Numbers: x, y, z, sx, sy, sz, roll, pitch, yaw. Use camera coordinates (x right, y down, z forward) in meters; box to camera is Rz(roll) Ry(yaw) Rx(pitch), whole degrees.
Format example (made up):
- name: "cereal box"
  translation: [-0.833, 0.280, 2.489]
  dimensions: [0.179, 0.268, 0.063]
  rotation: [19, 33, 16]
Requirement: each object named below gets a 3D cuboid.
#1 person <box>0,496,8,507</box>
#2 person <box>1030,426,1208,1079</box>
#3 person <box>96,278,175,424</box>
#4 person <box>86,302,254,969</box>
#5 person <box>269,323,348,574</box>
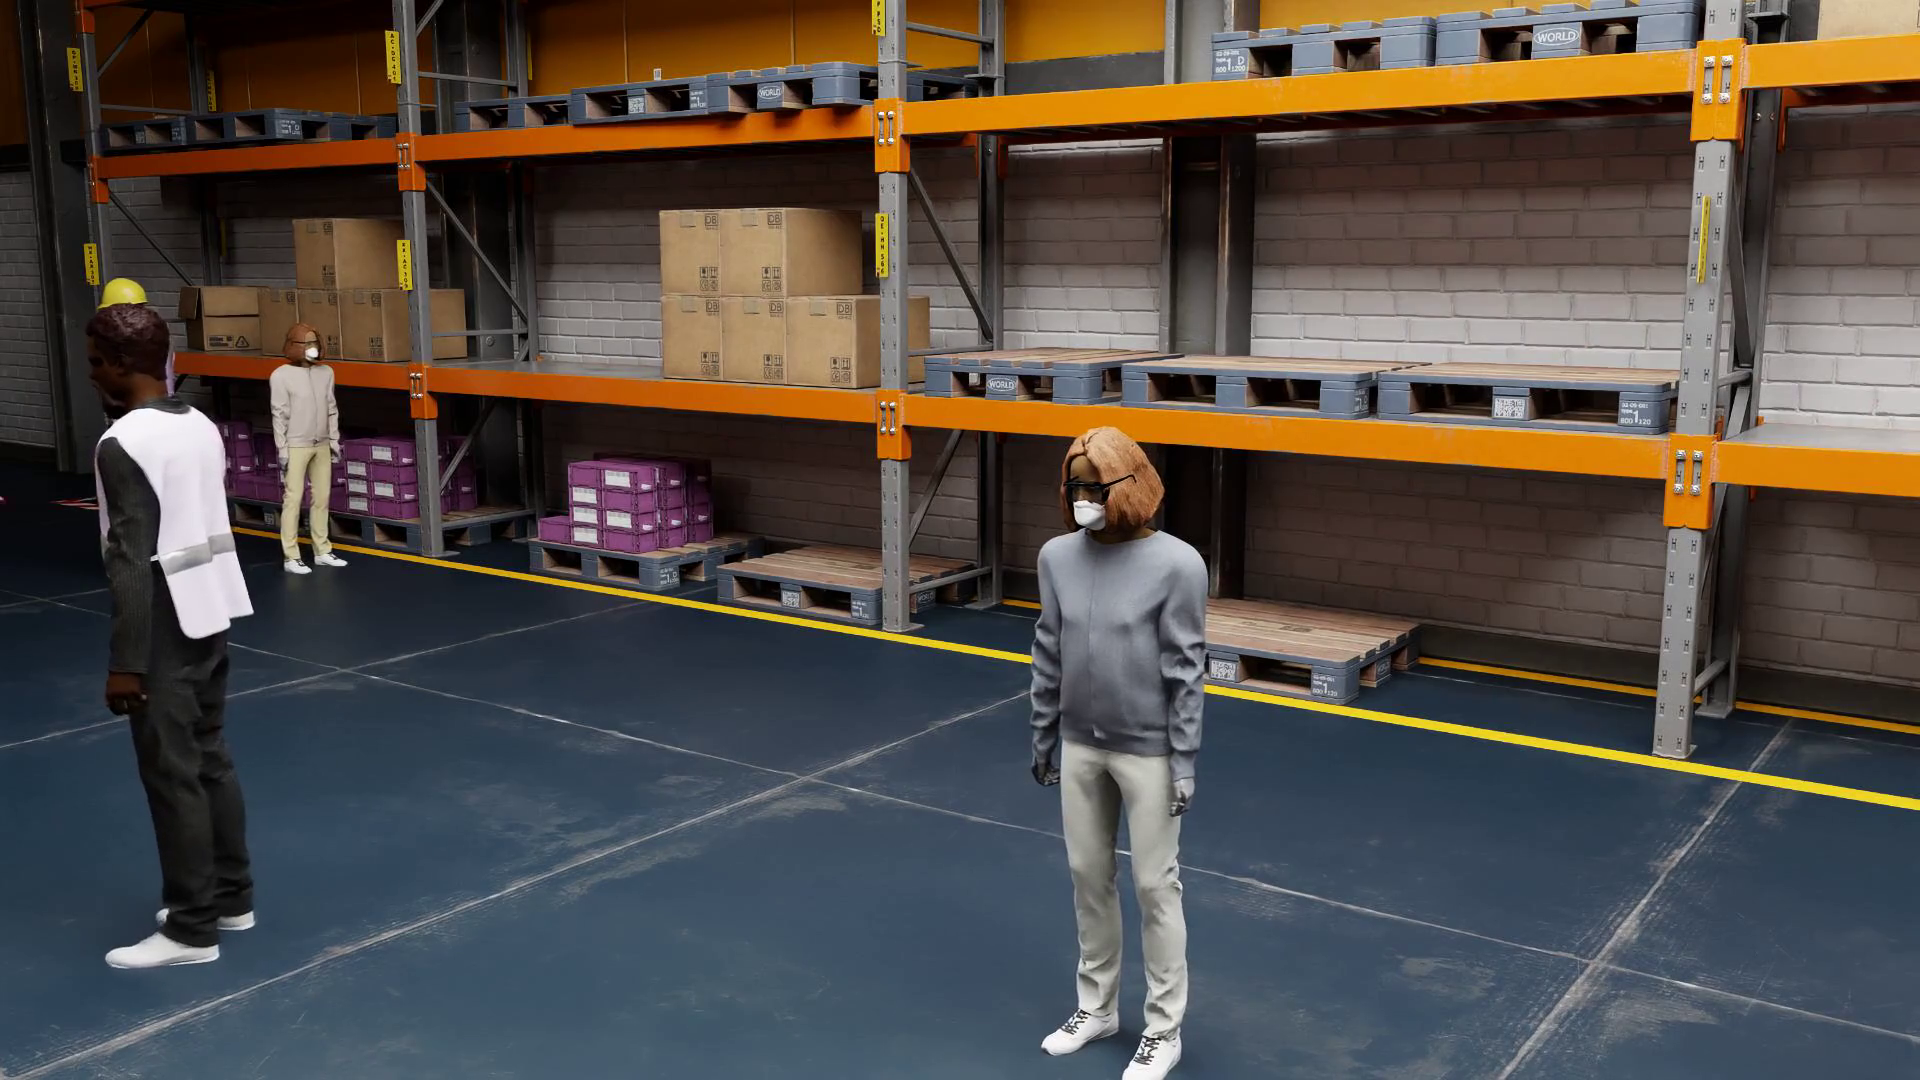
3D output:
- name: "person"
  translation: [-1.279, 0.739, 1.866]
  dimensions: [1.070, 1.970, 0.638]
  rotation: [3, 10, 19]
- name: "person"
  translation: [0.377, 0.527, 4.144]
  dimensions: [0.503, 1.623, 0.298]
  rotation: [8, 12, 38]
- name: "person"
  translation: [-4.988, -0.624, 10.125]
  dimensions: [0.396, 1.918, 0.588]
  rotation: [1, 10, 5]
- name: "person"
  translation: [-2.278, 0.273, 4.833]
  dimensions: [0.400, 1.907, 0.597]
  rotation: [-1, 10, -4]
- name: "person"
  translation: [-4.247, -0.596, 10.833]
  dimensions: [0.284, 1.626, 0.495]
  rotation: [5, 11, 27]
